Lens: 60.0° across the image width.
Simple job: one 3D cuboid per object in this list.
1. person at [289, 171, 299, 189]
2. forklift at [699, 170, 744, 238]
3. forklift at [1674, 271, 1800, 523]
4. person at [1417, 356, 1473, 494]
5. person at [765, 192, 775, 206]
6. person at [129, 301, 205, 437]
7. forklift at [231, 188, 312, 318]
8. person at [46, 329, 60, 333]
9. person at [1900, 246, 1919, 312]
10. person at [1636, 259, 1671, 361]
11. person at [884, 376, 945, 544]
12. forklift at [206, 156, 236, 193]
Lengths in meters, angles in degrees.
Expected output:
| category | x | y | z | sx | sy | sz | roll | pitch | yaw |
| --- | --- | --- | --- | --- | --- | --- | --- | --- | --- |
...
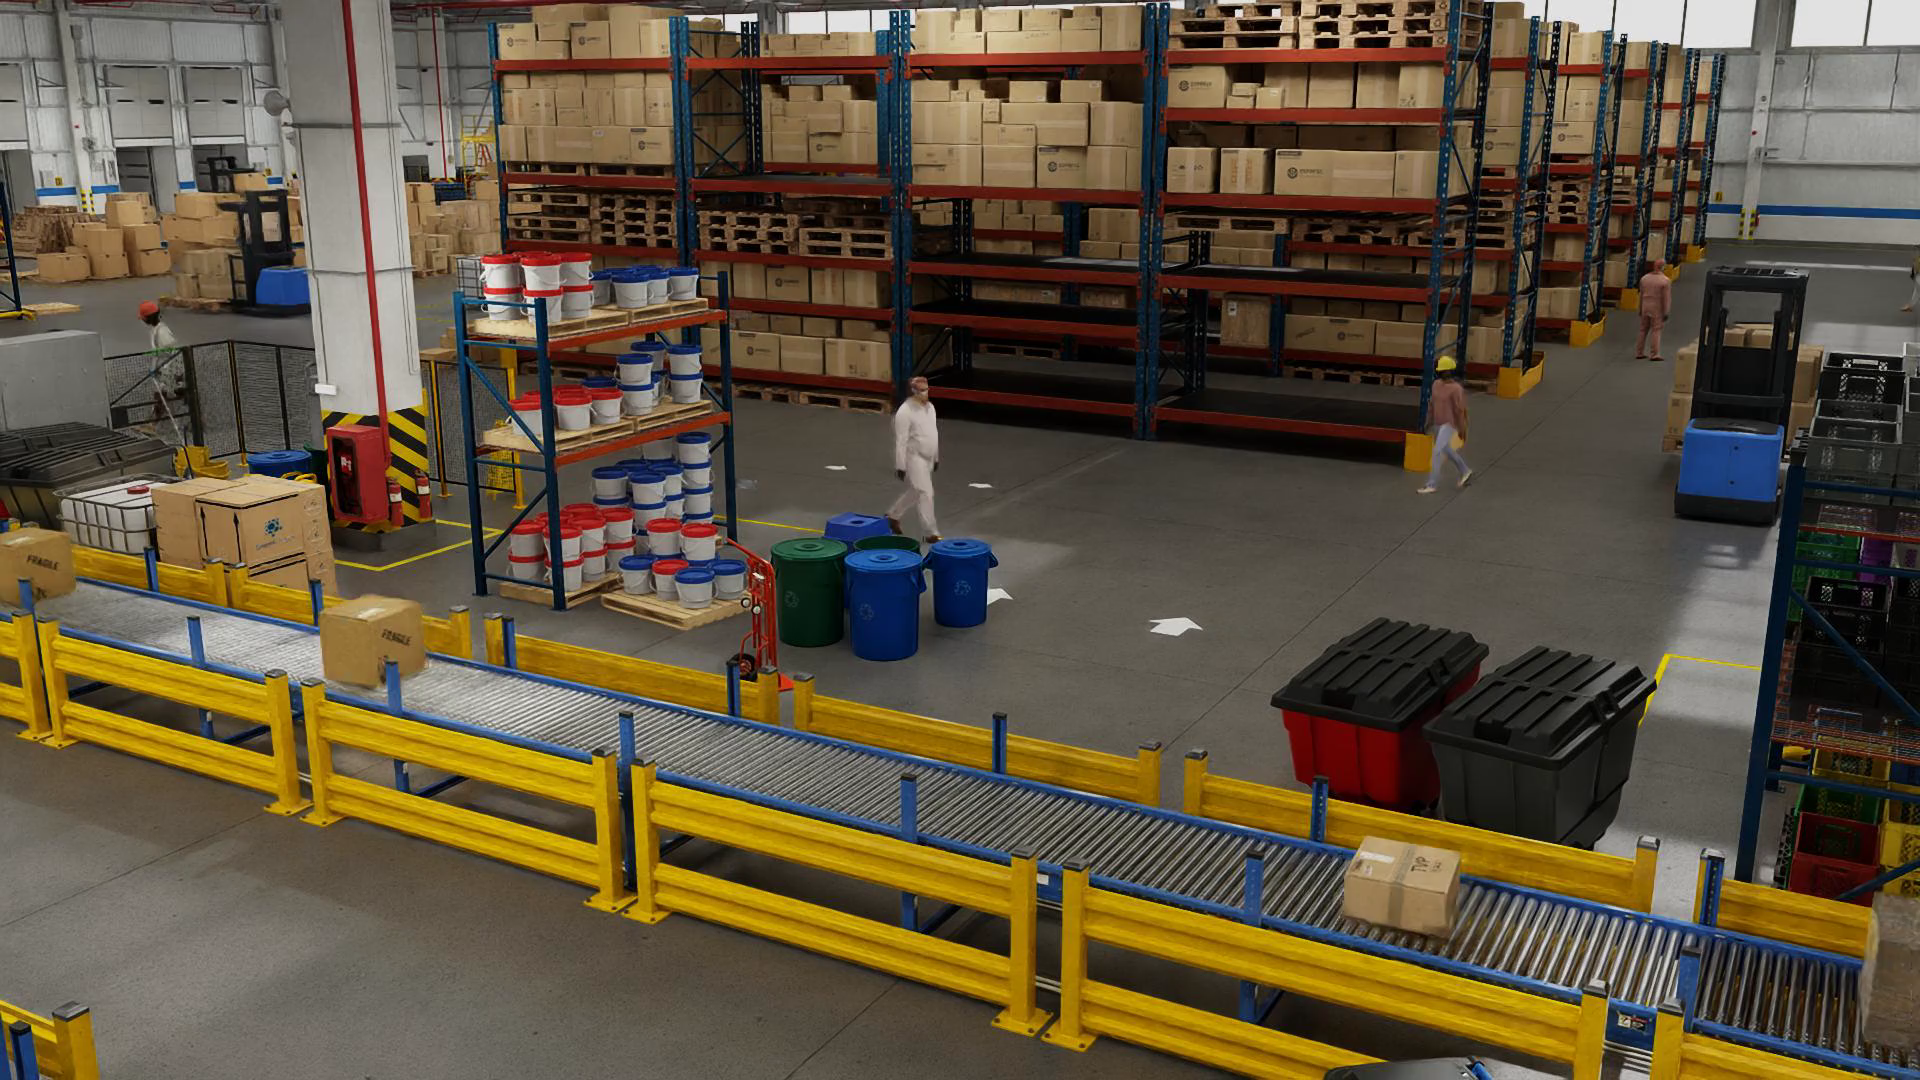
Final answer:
| category | x | y | z | sx | sy | sz | roll | pitch | yaw |
| --- | --- | --- | --- | --- | --- | --- | --- | --- | --- |
| person | -27.144 | -14.126 | 68.048 | 0.585 | 1.918 | 0.381 | -13 | 20 | -40 |
| forklift | -6.984 | -9.917 | 50.382 | 1.129 | 2.768 | 1.873 | 8 | 17 | 28 |
| forklift | 9.269 | -1.763 | 19.726 | 1.129 | 2.768 | 1.873 | 8 | 17 | 27 |
| person | 6.128 | -1.461 | 20.804 | 0.877 | 1.726 | 0.509 | -5 | 16 | -20 |
| person | -6.093 | -10.118 | 53.009 | 0.552 | 1.908 | 0.890 | 4 | 15 | 13 |
| person | -11.639 | -2.502 | 24.245 | 1.073 | 1.966 | 0.707 | -10 | 18 | -32 |
| forklift | -15.496 | -6.503 | 37.546 | 1.873 | 2.768 | 1.129 | 8 | 17 | 28 |
| person | -12.660 | -2.170 | 23.575 | 0.850 | 1.662 | 0.533 | -1 | 15 | -3 |
| person | 22.246 | -6.162 | 38.324 | 0.922 | 1.811 | 0.632 | -1 | 15 | -5 |
| person | 13.026 | -4.308 | 31.183 | 0.398 | 1.899 | 0.649 | -9 | 17 | -30 |
| person | -0.498 | -0.908 | 18.443 | 0.897 | 1.873 | 0.649 | 9 | 17 | 29 |
| forklift | -25.681 | -11.975 | 58.117 | 1.873 | 2.768 | 1.129 | 8 | 17 | 28 |
